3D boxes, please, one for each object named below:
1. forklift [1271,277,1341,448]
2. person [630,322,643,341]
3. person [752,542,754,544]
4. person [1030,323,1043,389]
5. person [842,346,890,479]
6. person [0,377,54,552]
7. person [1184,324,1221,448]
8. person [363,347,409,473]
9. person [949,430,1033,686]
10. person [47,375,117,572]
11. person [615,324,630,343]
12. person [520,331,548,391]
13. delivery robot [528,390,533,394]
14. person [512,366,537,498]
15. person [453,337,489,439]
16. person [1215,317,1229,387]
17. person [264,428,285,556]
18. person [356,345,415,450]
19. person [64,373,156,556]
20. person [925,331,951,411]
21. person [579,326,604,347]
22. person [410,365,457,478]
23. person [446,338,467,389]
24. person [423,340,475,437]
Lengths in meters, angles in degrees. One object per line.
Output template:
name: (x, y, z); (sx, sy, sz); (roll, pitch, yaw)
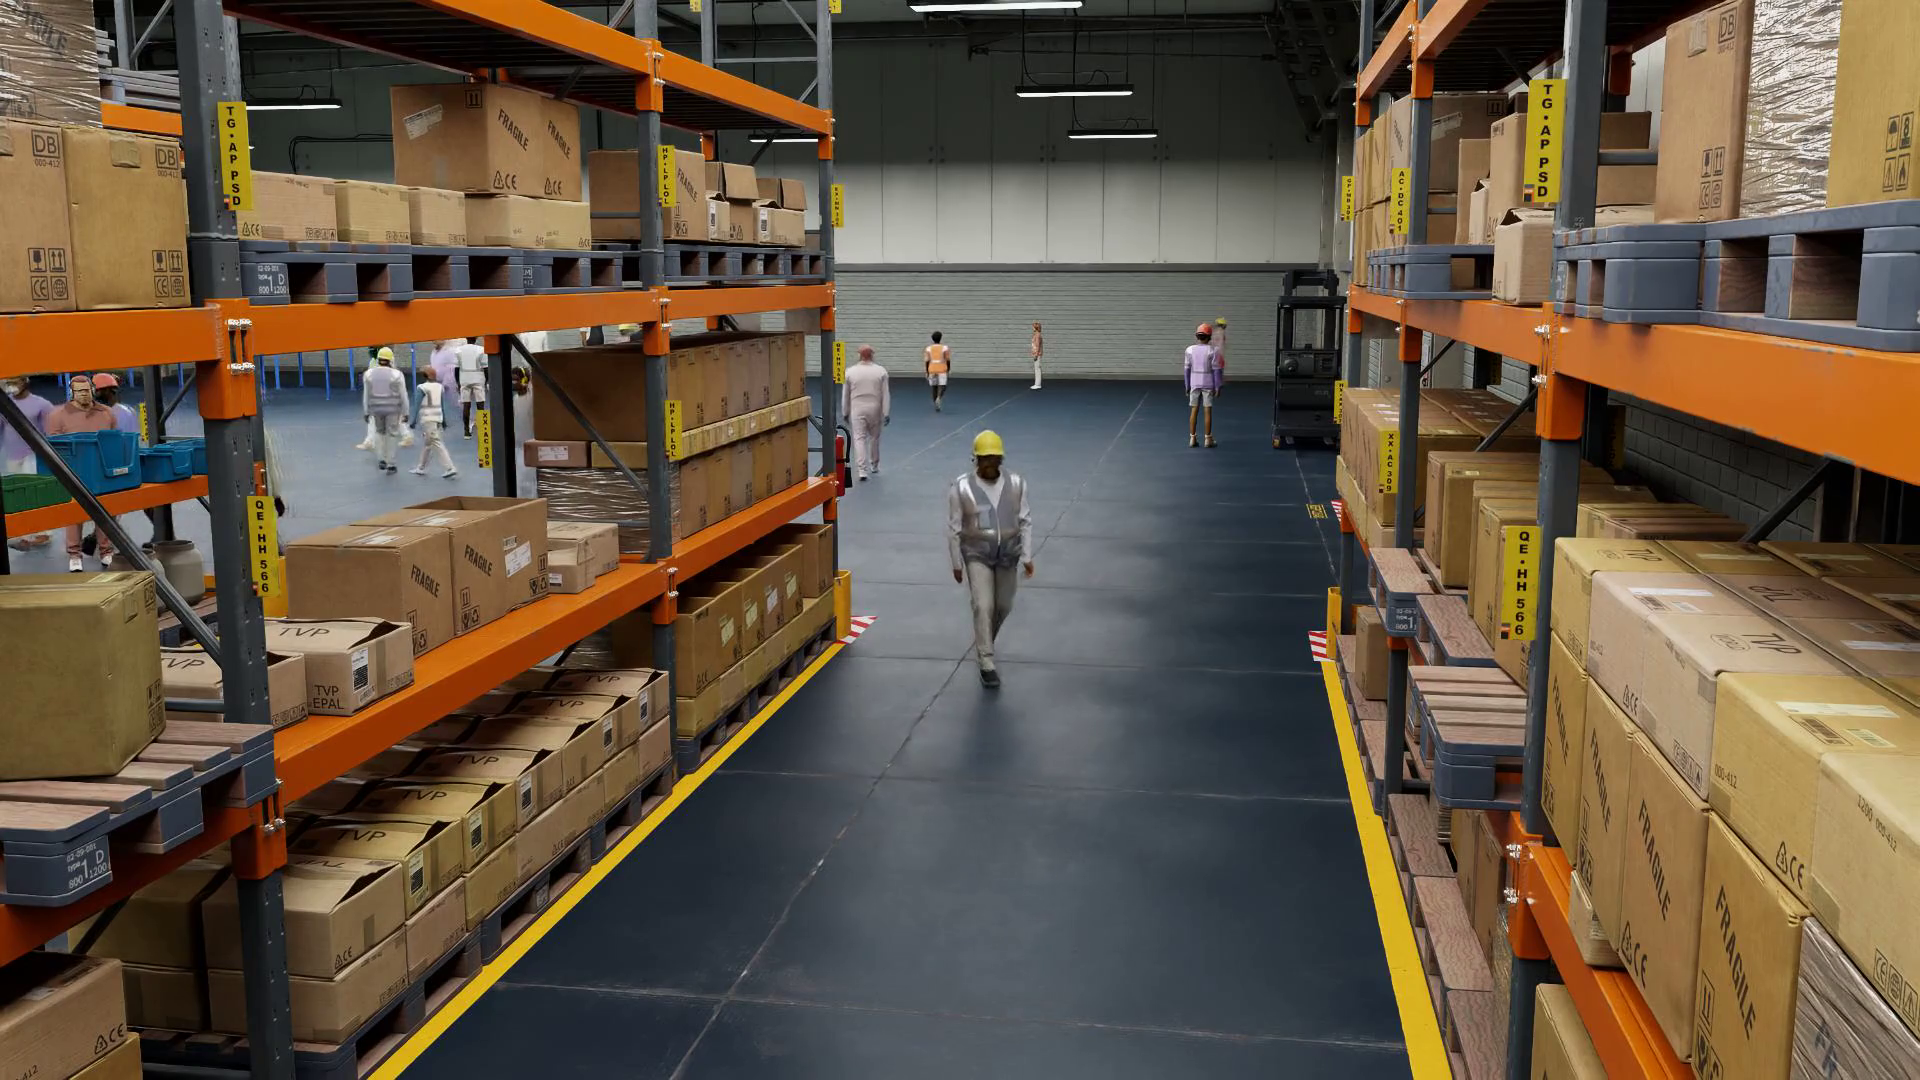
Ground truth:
forklift: (5.847, -3.016, 27.970); (1.129, 2.768, 1.873); (1, 9, 9)
person: (-6.589, -3.686, 34.702); (0.613, 1.991, 0.392); (-4, 10, -24)
person: (-1.970, -0.524, 16.287); (0.306, 1.637, 0.524); (0, 9, -1)
person: (1.901, -4.558, 41.161); (0.307, 1.641, 0.511); (0, 9, 1)
person: (-1.332, -1.817, 23.579); (0.674, 1.851, 0.982); (0, 9, -2)
person: (-9.824, -0.824, 17.349); (0.652, 1.892, 0.980); (1, 9, 3)
person: (4.042, -2.571, 27.661); (0.615, 2.042, 0.374); (5, 10, 28)
person: (-8.293, -1.885, 24.121); (0.628, 1.814, 0.518); (0, 9, -1)
person: (0.203, 0.088, 11.988); (0.588, 1.809, 0.796); (-3, 10, -16)
person: (-8.525, -0.655, 16.272); (0.649, 1.906, 0.401); (-9, 13, -44)
person: (-7.599, -4.028, 37.569); (0.545, 1.745, 0.744); (4, 10, 26)
person: (-9.607, -4.114, 37.586); (0.635, 1.914, 0.892); (-5, 10, -27)
delivery robot: (-8.535, -2.858, 33.055); (0.335, 0.223, 0.698); (8, 12, 41)
person: (-4.918, -1.029, 18.735); (0.429, 1.856, 0.520); (-7, 12, -38)
person: (-8.485, -2.743, 28.963); (0.612, 1.963, 0.361); (0, 9, 0)
person: (6.474, -4.718, 41.792); (0.600, 1.748, 0.539); (0, 9, -2)
person: (-6.185, -0.382, 14.541); (1.092, 1.933, 0.628); (2, 9, 14)
person: (-9.488, -2.404, 27.428); (0.971, 1.795, 0.607); (-6, 11, -32)
person: (-8.748, -0.787, 17.234); (1.066, 1.867, 0.547); (-8, 12, -40)
person: (-0.472, -3.499, 34.487); (0.540, 1.680, 0.646); (2, 9, 13)
person: (-9.457, -5.035, 43.002); (0.538, 2.000, 0.683); (5, 11, 30)
person: (-7.491, -1.686, 23.595); (0.889, 1.596, 0.513); (3, 10, 20)
person: (-12.253, -4.445, 40.560); (0.505, 1.611, 0.642); (-2, 9, -10)
person: (-9.132, -2.794, 29.609); (0.635, 1.869, 0.947); (5, 11, 30)
